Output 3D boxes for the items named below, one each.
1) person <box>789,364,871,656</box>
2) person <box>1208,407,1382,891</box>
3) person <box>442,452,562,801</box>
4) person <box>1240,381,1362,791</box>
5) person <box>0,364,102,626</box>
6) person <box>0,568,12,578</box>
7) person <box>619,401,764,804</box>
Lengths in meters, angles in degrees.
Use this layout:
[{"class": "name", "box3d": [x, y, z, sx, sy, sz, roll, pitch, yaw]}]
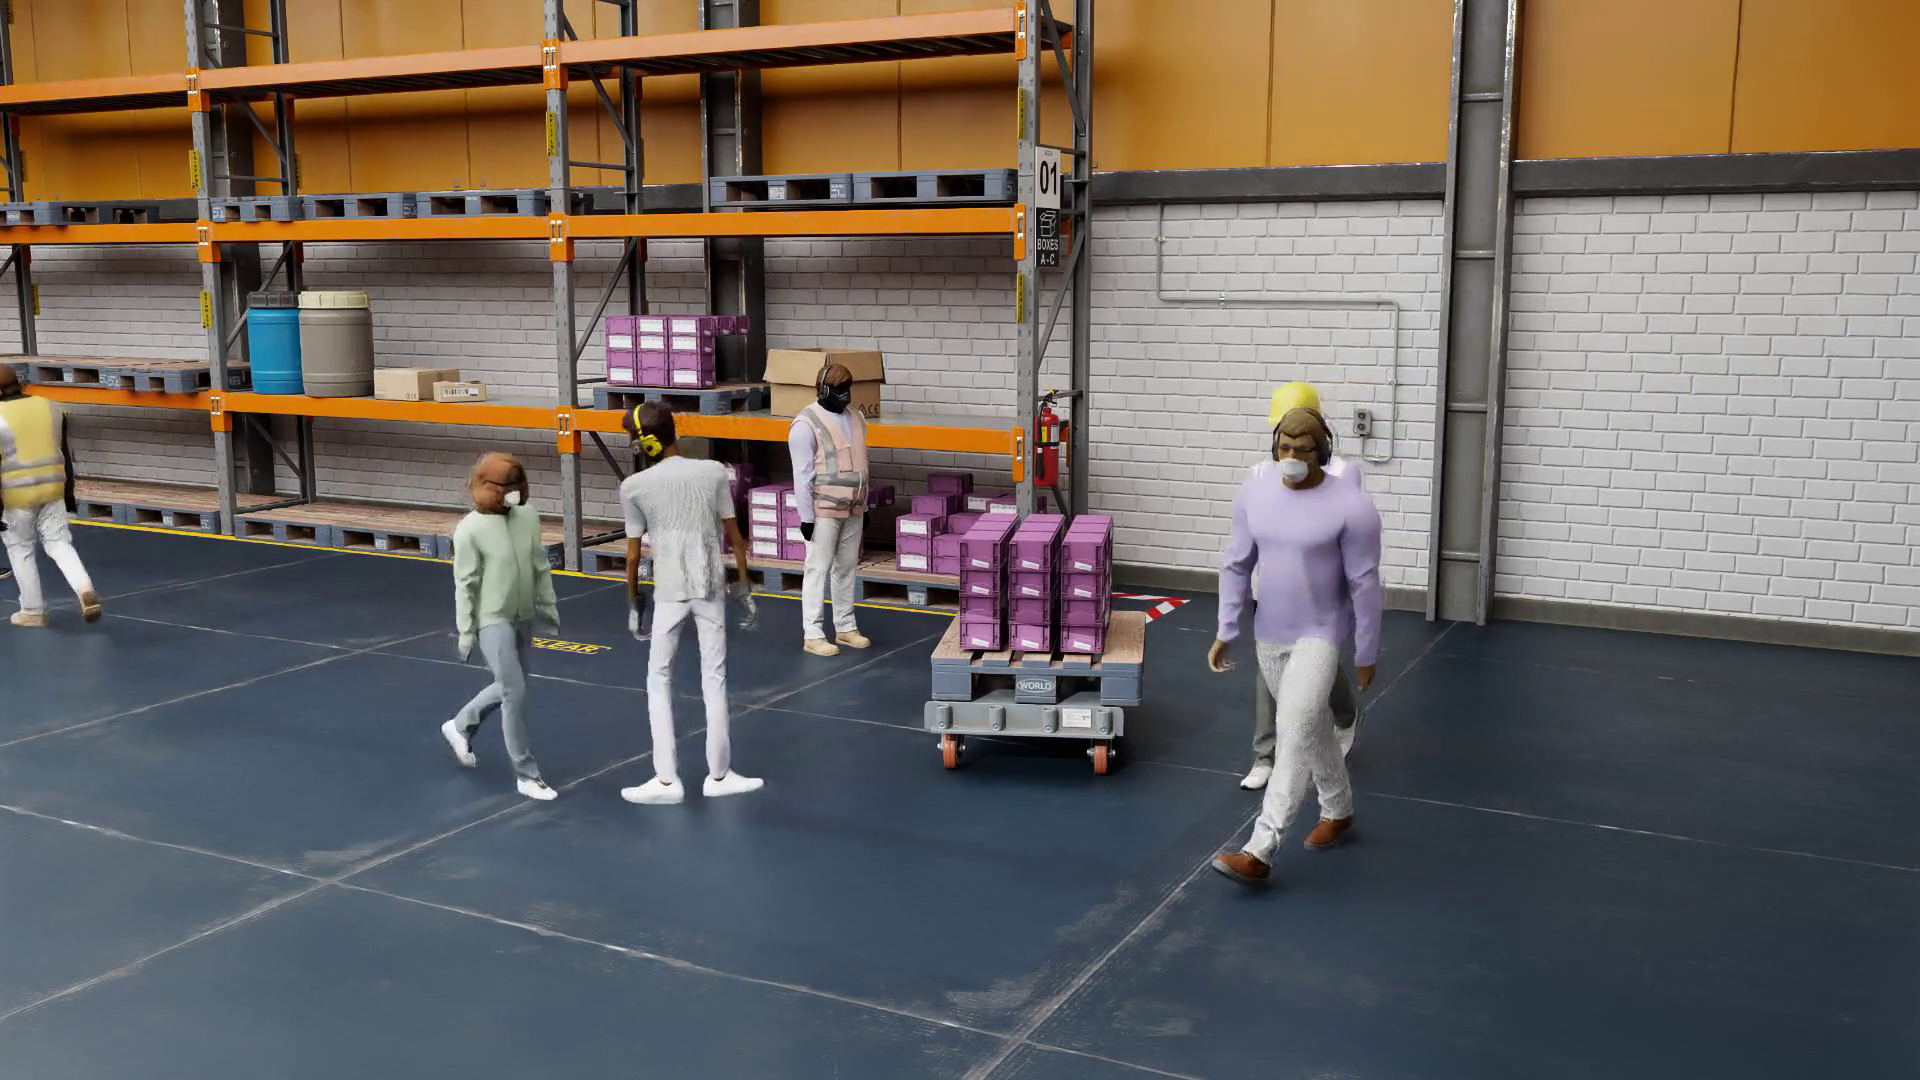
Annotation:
[{"class": "person", "box3d": [-0.791, -0.191, 10.482, 0.431, 1.836, 0.621, 7, 11, 36]}, {"class": "person", "box3d": [1.332, 0.408, 6.639, 1.070, 1.876, 0.620, -9, 13, -43]}, {"class": "person", "box3d": [-2.163, 0.374, 7.680, 0.723, 1.604, 0.551, 5, 10, 27]}, {"class": "person", "box3d": [1.633, 0.191, 7.897, 0.586, 1.902, 0.855, 6, 11, 34]}, {"class": "person", "box3d": [-6.159, -0.274, 11.080, 0.738, 1.803, 0.679, 6, 11, 32]}, {"class": "person", "box3d": [-7.758, -0.661, 12.977, 0.604, 1.959, 0.379, 7, 12, 37]}, {"class": "person", "box3d": [-1.209, 0.284, 7.572, 0.657, 1.832, 0.333, -2, 9, -12]}]
